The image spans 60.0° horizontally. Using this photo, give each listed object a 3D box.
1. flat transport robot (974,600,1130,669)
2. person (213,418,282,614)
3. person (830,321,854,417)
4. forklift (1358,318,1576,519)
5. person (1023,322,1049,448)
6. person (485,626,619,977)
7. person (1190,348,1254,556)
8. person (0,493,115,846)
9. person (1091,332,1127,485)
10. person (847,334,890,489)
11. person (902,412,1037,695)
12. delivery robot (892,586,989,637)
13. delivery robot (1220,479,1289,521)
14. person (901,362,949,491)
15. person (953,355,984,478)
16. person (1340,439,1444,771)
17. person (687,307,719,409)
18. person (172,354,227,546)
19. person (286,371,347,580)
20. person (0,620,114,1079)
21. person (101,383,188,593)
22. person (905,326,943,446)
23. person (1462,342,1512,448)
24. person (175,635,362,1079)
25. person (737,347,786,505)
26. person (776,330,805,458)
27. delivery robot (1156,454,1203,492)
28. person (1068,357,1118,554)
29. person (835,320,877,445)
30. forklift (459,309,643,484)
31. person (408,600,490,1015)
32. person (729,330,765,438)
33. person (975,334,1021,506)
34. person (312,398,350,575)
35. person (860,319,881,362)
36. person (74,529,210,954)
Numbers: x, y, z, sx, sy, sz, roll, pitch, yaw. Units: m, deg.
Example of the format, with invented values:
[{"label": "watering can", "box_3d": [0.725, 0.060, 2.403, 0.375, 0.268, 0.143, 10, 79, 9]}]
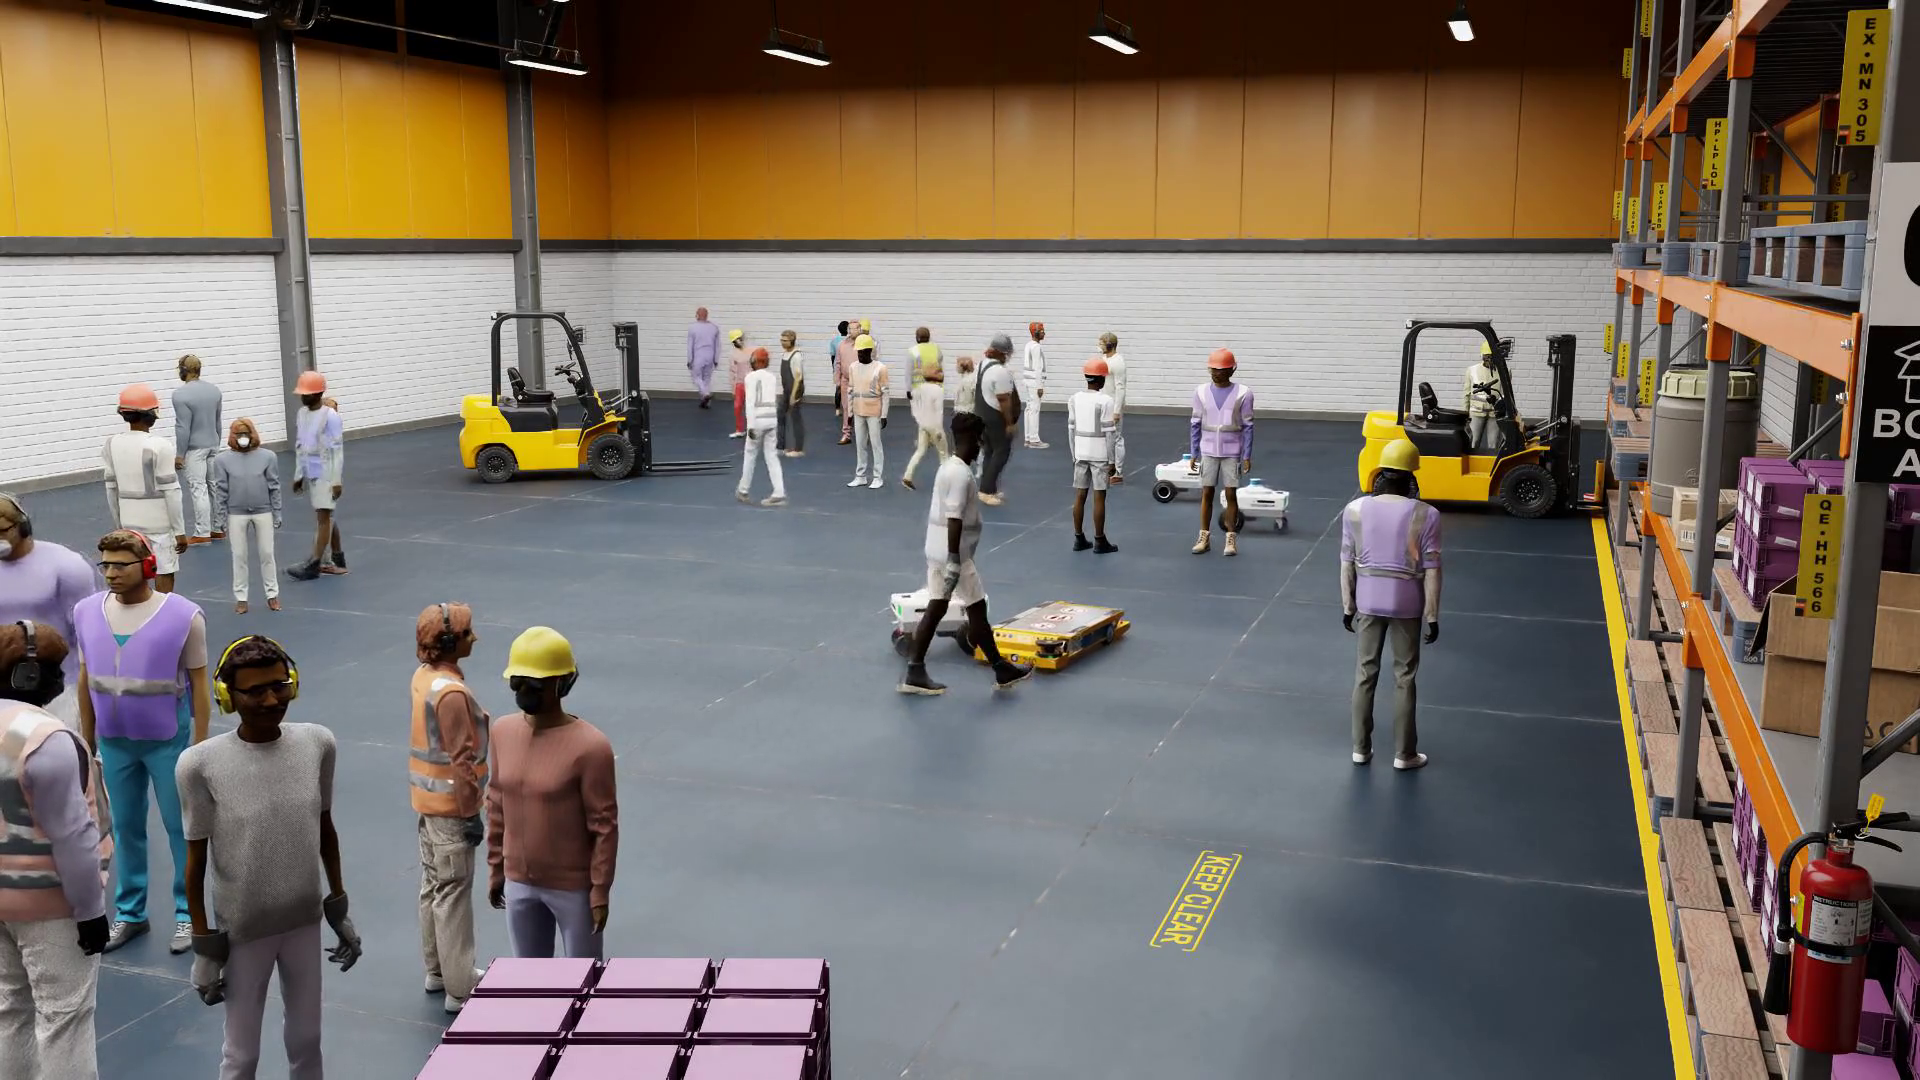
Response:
[{"label": "flat transport robot", "box_3d": [0.716, 0.691, 12.509, 0.652, 0.197, 1.431, 5, 11, 27]}, {"label": "person", "box_3d": [-5.871, -0.204, 13.739, 0.502, 1.626, 0.279, -5, 11, -25]}, {"label": "person", "box_3d": [-2.038, -3.024, 29.422, 0.532, 1.696, 0.318, 4, 11, 19]}, {"label": "forklift", "box_3d": [5.787, -1.437, 19.079, 2.313, 2.155, 1.214, 3, 11, 19]}, {"label": "person", "box_3d": [1.130, -2.316, 24.909, 0.353, 1.883, 0.573, -2, 10, -12]}, {"label": "person", "box_3d": [-1.396, 1.158, 5.663, 0.527, 1.772, 0.306, 4, 11, 24]}, {"label": "person", "box_3d": [2.543, -0.856, 16.239, 0.613, 2.039, 0.388, 4, 11, 21]}, {"label": "person", "box_3d": [-4.324, 0.690, 7.914, 0.675, 1.909, 0.622, 1, 10, 3]}, {"label": "person", "box_3d": [1.911, -1.661, 21.072, 0.378, 1.937, 0.629, -2, 10, -13]}, {"label": "person", "box_3d": [-1.164, -1.595, 20.724, 0.594, 1.924, 0.383, 6, 12, 31]}, {"label": "person", "box_3d": [0.041, 0.097, 11.266, 0.988, 1.899, 0.675, -2, 10, -12]}, {"label": "delivery robot", "box_3d": [-0.151, 0.515, 12.441, 0.707, 0.478, 0.477, -2, 10, -10]}, {"label": "delivery robot", "box_3d": [3.126, -0.406, 17.628, 0.707, 0.478, 0.477, 2, 10, 12]}, {"label": "person", "box_3d": [-0.378, -1.403, 20.582, 0.850, 1.594, 0.518, -8, 13, -37]}, {"label": "person", "box_3d": [0.087, -1.570, 21.503, 0.539, 1.647, 0.530, -1, 10, -4]}, {"label": "person", "box_3d": [2.494, 0.376, 9.623, 0.591, 1.927, 0.366, 6, 12, 31]}, {"label": "person", "box_3d": [-4.751, -3.358, 30.755, 0.664, 1.887, 0.467, -7, 12, -35]}, {"label": "person", "box_3d": [-7.700, -0.907, 16.813, 0.370, 1.940, 0.627, 3, 10, 15]}, {"label": "person", "box_3d": [-5.947, -0.580, 15.159, 0.557, 1.898, 0.760, 7, 12, 35]}, {"label": "person", "box_3d": [-2.995, 1.165, 5.438, 0.619, 1.838, 0.430, 5, 11, 28]}, {"label": "person", "box_3d": [-5.858, -0.112, 12.031, 0.607, 2.048, 0.367, 3, 10, 16]}, {"label": "person", "box_3d": [-0.522, -2.287, 24.927, 0.632, 1.822, 0.733, -6, 12, -32]}, {"label": "person", "box_3d": [6.692, -1.620, 21.132, 0.600, 1.829, 0.404, 2, 10, 13]}, {"label": "person", "box_3d": [-2.110, 1.207, 5.131, 0.329, 1.862, 0.515, 9, 14, 42]}, {"label": "person", "box_3d": [-2.358, -1.335, 19.536, 0.837, 1.829, 0.627, 9, 13, 40]}, {"label": "person", "box_3d": [-2.499, -2.065, 23.628, 0.636, 1.830, 0.549, -6, 12, -30]}, {"label": "delivery robot", "box_3d": [2.684, -0.771, 19.681, 0.707, 0.478, 0.477, 3, 11, 15]}, {"label": "person", "box_3d": [1.324, -0.834, 16.408, 0.545, 1.938, 0.362, 9, 13, 40]}, {"label": "person", "box_3d": [-1.597, -2.385, 25.227, 0.653, 1.906, 0.408, 3, 11, 17]}, {"label": "forklift", "box_3d": [-5.354, -1.902, 21.697, 2.313, 2.155, 1.214, -2, 10, -13]}, {"label": "person", "box_3d": [-2.021, 1.054, 6.609, 0.313, 1.642, 0.513, -6, 12, -30]}, {"label": "person", "box_3d": [-3.310, -2.427, 26.017, 0.636, 1.718, 0.318, 0, 10, 1]}, {"label": "person", "box_3d": [0.426, -1.438, 19.518, 0.583, 2.000, 0.746, -4, 11, -20]}, {"label": "person", "box_3d": [-5.840, -0.497, 15.367, 0.278, 1.631, 0.505, -5, 11, -25]}, {"label": "person", "box_3d": [-1.624, -2.844, 28.115, 0.586, 1.808, 0.825, 2, 10, 9]}, {"label": "person", "box_3d": [-3.491, 0.855, 7.150, 0.563, 1.848, 0.391, 1, 10, 3]}]
